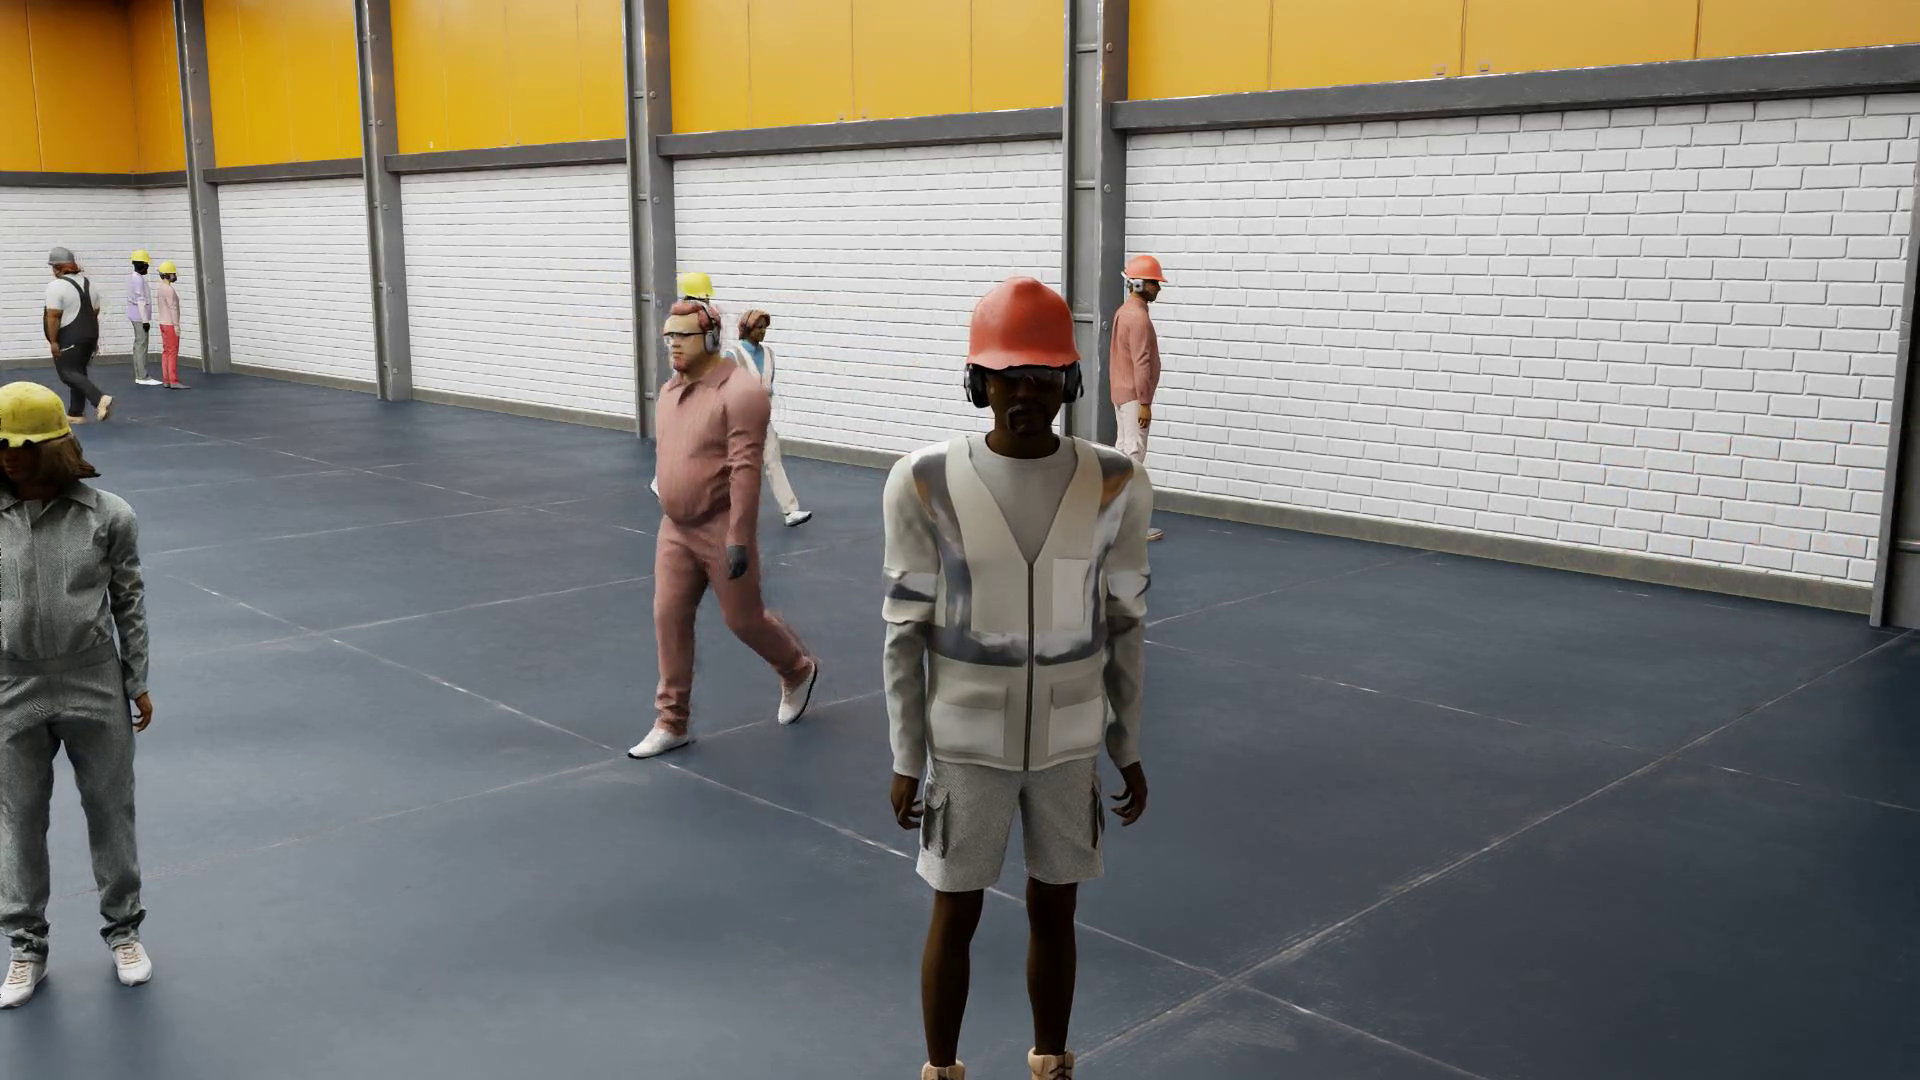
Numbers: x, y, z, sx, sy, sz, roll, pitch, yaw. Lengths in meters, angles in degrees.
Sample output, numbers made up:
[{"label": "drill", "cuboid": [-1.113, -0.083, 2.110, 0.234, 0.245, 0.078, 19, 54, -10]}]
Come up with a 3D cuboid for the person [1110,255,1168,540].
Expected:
[{"label": "person", "cuboid": [1.251, -1.004, 11.748, 0.390, 1.990, 0.623, -1, 10, -7]}]

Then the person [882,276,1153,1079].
[{"label": "person", "cuboid": [0.135, 0.445, 3.708, 0.609, 2.044, 0.394, -2, 11, -9]}]

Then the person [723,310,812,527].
[{"label": "person", "cuboid": [-1.481, -0.863, 12.084, 0.879, 1.589, 0.518, 9, 14, 41]}]

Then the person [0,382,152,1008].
[{"label": "person", "cuboid": [-2.518, 0.427, 4.633, 0.500, 1.742, 0.318, -5, 12, -26]}]

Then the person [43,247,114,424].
[{"label": "person", "cuboid": [-9.877, -2.293, 18.646, 0.806, 2.000, 0.690, 2, 11, 12]}]

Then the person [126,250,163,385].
[{"label": "person", "cuboid": [-11.689, -3.174, 23.778, 0.383, 1.921, 0.586, -7, 12, -32]}]

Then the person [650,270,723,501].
[{"label": "person", "cuboid": [-2.071, -1.147, 12.883, 0.965, 1.877, 0.577, 10, 14, 43]}]

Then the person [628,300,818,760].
[{"label": "person", "cuboid": [-1.005, -0.066, 6.963, 0.638, 1.880, 0.883, 8, 13, 37]}]

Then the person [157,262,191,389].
[{"label": "person", "cuboid": [-10.961, -2.977, 23.129, 0.311, 1.768, 0.533, -9, 14, -41]}]
